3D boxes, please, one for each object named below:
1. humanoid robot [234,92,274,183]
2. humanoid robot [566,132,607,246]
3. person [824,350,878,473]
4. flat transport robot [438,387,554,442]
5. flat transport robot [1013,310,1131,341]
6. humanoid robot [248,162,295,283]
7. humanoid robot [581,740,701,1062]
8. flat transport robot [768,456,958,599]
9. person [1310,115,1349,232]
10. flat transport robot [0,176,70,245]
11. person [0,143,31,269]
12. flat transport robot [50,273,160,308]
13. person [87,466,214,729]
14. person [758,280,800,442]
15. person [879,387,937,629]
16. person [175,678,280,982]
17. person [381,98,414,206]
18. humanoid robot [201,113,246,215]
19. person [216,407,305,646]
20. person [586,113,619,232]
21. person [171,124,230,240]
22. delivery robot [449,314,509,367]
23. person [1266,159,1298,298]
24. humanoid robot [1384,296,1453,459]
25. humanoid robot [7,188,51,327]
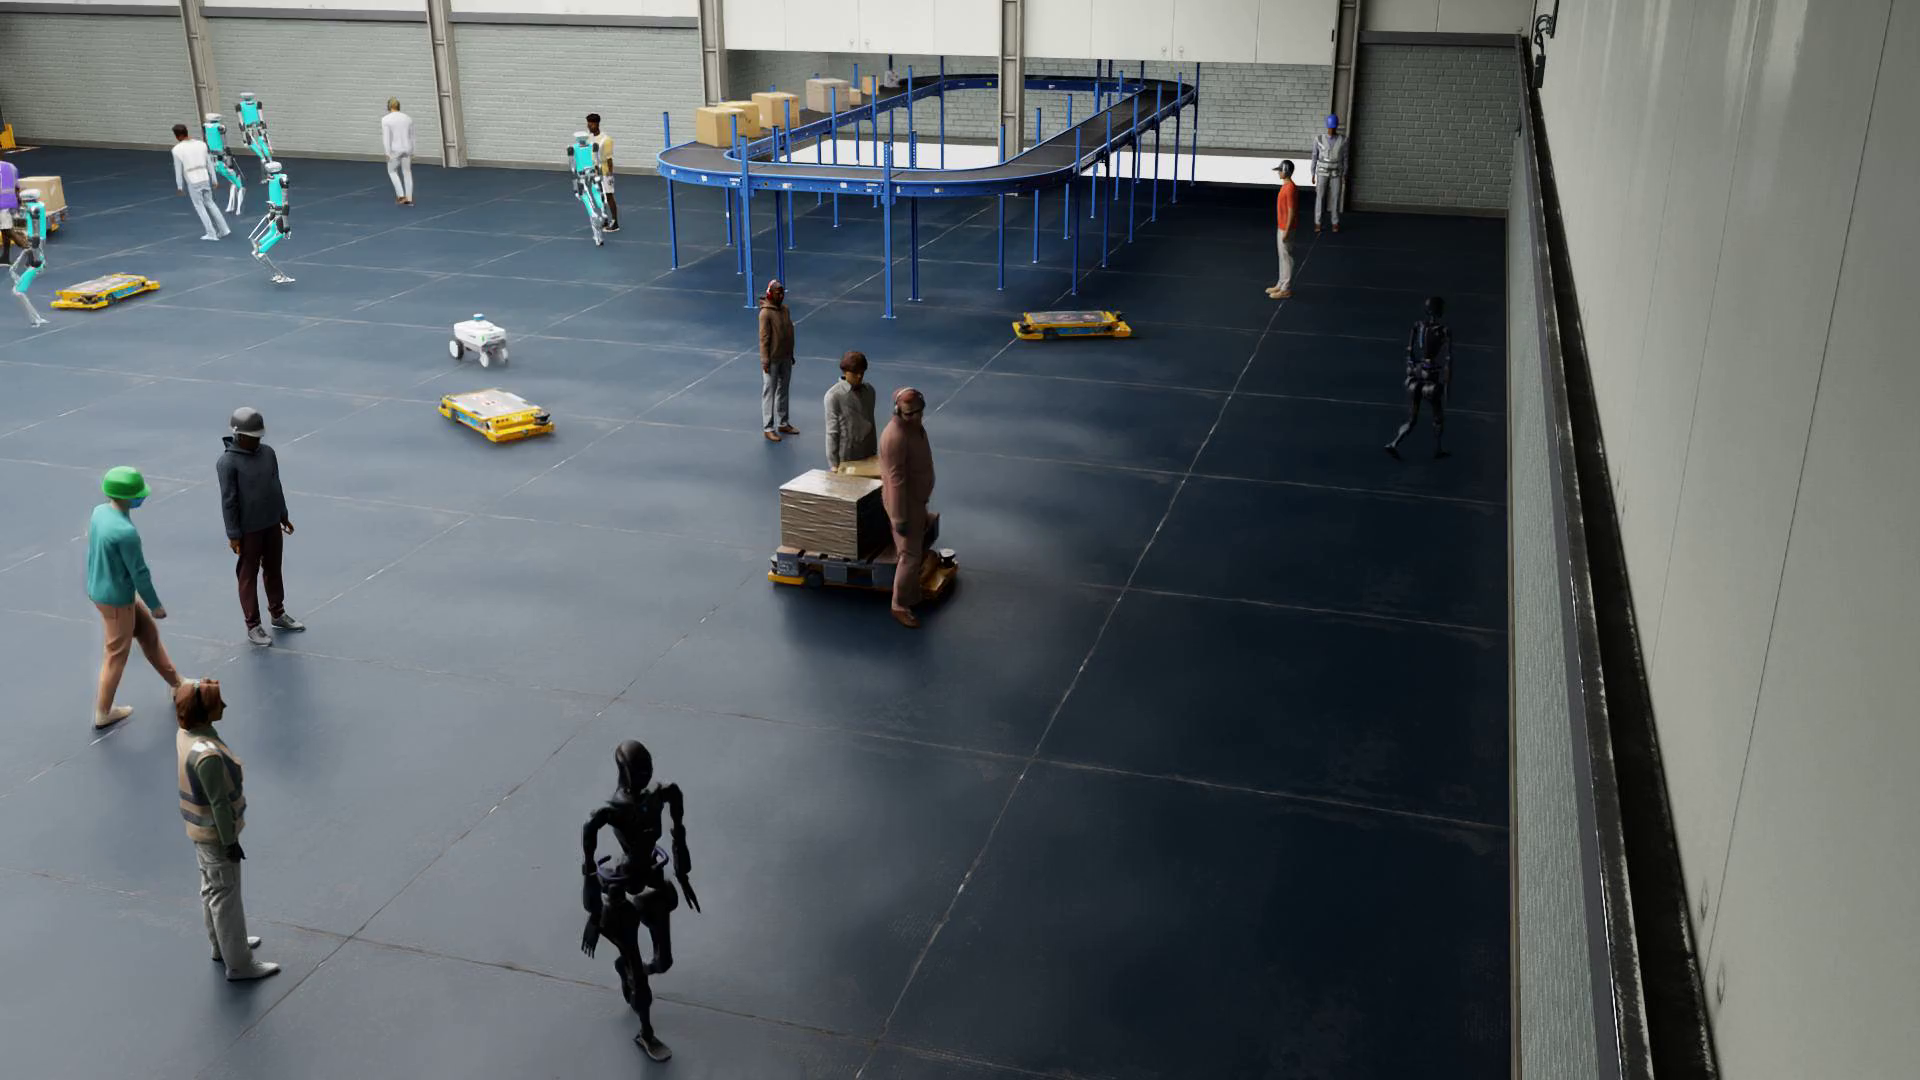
[{"bbox_3d":[-13.548,-7.718,32.194,0.791,1.793,0.540,17,27,38],"label":"humanoid robot"},{"bbox_3d":[-5.875,-5.579,26.708,0.558,1.859,0.831,-13,25,-31],"label":"humanoid robot"},{"bbox_3d":[-0.877,-0.671,13.752,0.503,1.830,0.364,-17,27,-38],"label":"person"},{"bbox_3d":[-4.938,-1.339,17.650,0.659,0.231,1.431,-17,27,-36],"label":"flat transport robot"},{"bbox_3d":[1.426,-2.748,21.304,1.431,0.231,0.659,-2,21,-6],"label":"flat transport robot"},{"bbox_3d":[-9.823,-4.478,23.565,0.735,1.677,0.533,-20,28,-41],"label":"humanoid robot"},{"bbox_3d":[-1.585,1.656,7.944,0.610,1.632,0.593,-18,27,-38],"label":"humanoid robot"},{"bbox_3d":[-0.793,0.219,13.610,1.431,0.231,0.659,6,22,15],"label":"flat transport robot"},{"bbox_3d":[6.145,-6.105,27.709,0.612,1.933,0.414,1,21,2],"label":"person"},{"bbox_3d":[-15.441,-5.082,27.358,0.659,0.231,1.431,-3,21,-7],"label":"flat transport robot"},{"bbox_3d":[-14.287,-5.024,24.911,0.954,1.930,0.611,4,22,11],"label":"person"},{"bbox_3d":[-11.904,-3.467,23.169,0.659,0.231,1.431,4,21,10],"label":"flat transport robot"},{"bbox_3d":[-5.538,0.346,11.138,0.824,1.811,0.575,-15,26,-34],"label":"person"},{"bbox_3d":[-1.886,-1.855,17.060,0.326,1.651,0.470,14,25,31],"label":"person"},{"bbox_3d":[-0.373,-0.274,12.649,0.393,1.886,0.768,4,21,10],"label":"person"},{"bbox_3d":[-3.776,1.466,8.466,0.313,1.639,0.514,-14,25,-33],"label":"person"},{"bbox_3d":[-10.132,-7.013,30.082,0.434,1.913,0.640,18,27,38],"label":"person"},{"bbox_3d":[-12.881,-6.620,29.330,0.536,1.816,0.657,11,24,26],"label":"humanoid robot"},{"bbox_3d":[-5.208,-0.122,12.358,0.382,1.805,0.536,11,24,26],"label":"person"},{"bbox_3d":[-5.996,-6.135,27.757,0.605,1.955,0.388,17,27,37],"label":"person"},{"bbox_3d":[-12.373,-5.792,26.961,0.428,1.876,0.649,13,25,30],"label":"person"},{"bbox_3d":[-5.800,-2.427,20.077,0.770,0.595,0.499,20,28,41],"label":"delivery robot"},{"bbox_3d":[4.488,-4.318,23.102,0.410,1.909,0.478,1,21,2],"label":"person"},{"bbox_3d":[4.571,-1.584,16.407,0.685,1.646,0.590,-13,24,-30],"label":"humanoid robot"},{"bbox_3d":[-12.134,-3.618,21.590,0.679,1.835,0.540,-9,23,-22],"label":"humanoid robot"}]
